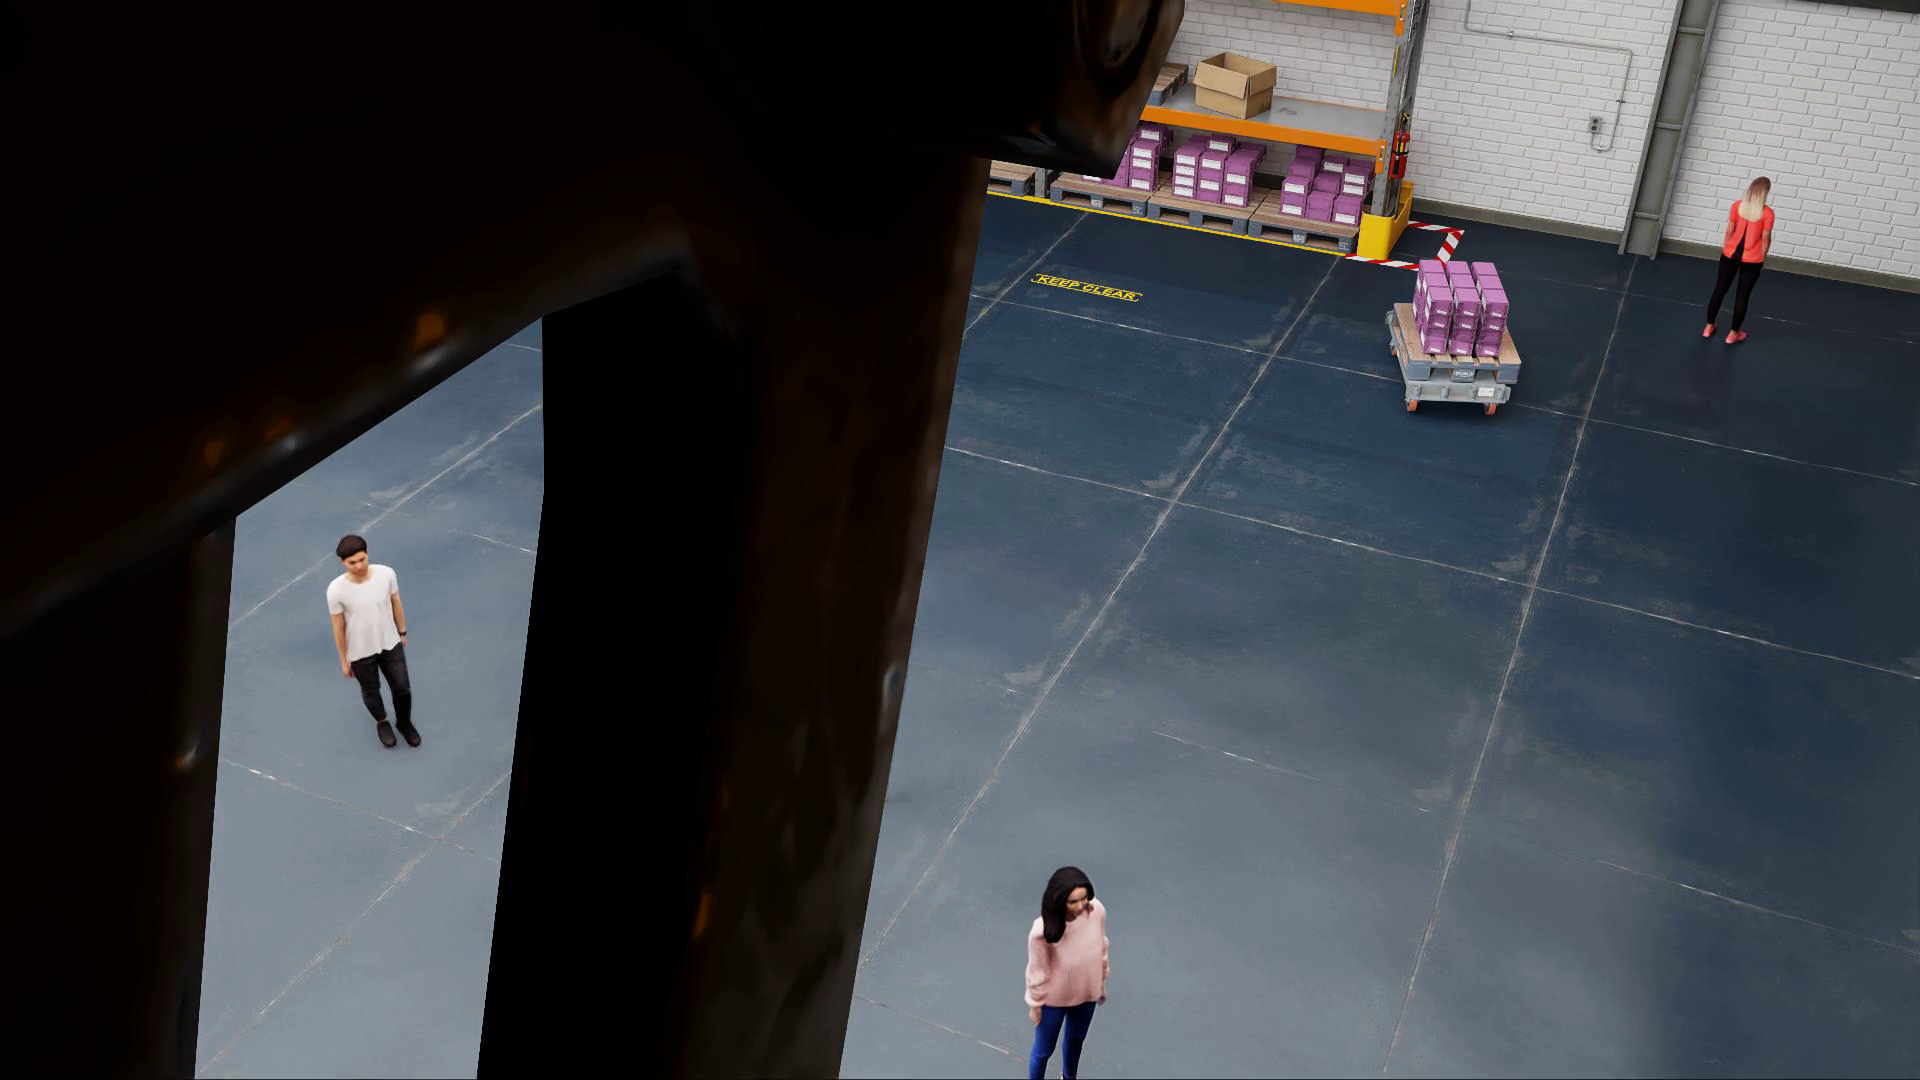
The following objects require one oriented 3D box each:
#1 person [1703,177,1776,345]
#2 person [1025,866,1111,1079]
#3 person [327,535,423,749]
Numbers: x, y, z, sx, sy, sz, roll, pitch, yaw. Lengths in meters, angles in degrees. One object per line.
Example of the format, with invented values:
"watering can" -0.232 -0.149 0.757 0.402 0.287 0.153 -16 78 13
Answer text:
"person" 7.709 -2.772 16.406 0.722 1.694 0.588 -28 43 -35
"person" 0.542 2.353 8.628 0.725 1.770 0.756 -16 37 -22
"person" -3.996 0.653 11.243 0.761 1.706 0.799 -17 37 -24
